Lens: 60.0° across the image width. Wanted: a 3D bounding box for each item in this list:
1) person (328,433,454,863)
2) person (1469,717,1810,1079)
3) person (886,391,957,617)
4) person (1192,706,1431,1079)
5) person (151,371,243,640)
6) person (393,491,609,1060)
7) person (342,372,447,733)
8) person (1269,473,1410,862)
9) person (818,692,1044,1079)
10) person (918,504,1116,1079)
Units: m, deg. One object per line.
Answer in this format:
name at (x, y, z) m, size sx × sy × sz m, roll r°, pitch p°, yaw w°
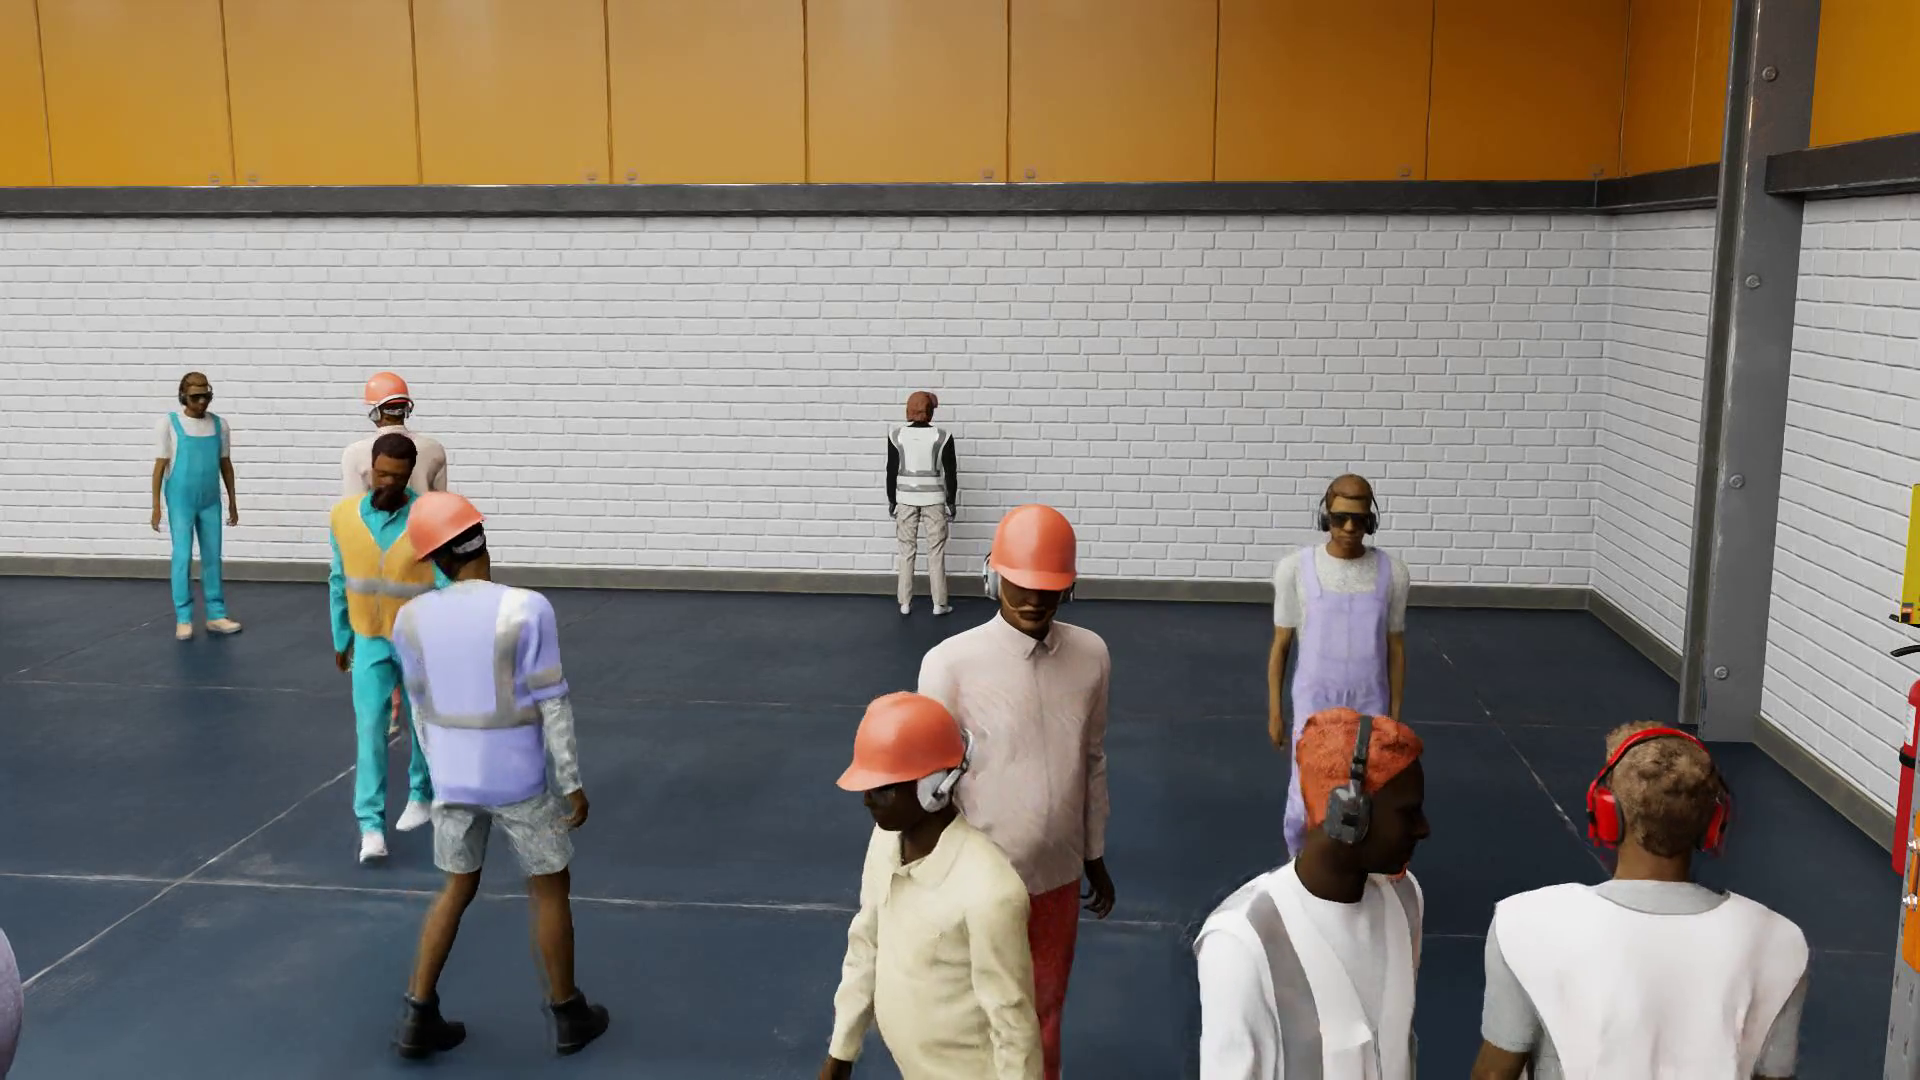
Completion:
person at (-2.488, 0.453, 7.315) m, size 0.623 × 1.862 × 0.932 m, roll 0°, pitch 10°, yaw -2°
person at (1.219, 1.234, 3.007) m, size 0.564 × 1.814 × 0.886 m, roll 0°, pitch 10°, yaw -3°
person at (-0.277, -0.257, 12.038) m, size 0.520 × 1.636 × 0.312 m, roll 2°, pitch 10°, yaw 11°
person at (0.602, 1.220, 2.938) m, size 0.692 × 1.856 × 0.594 m, roll -8°, pitch 13°, yaw -38°
person at (-5.220, -0.230, 11.338) m, size 0.365 × 1.835 × 0.589 m, roll 9°, pitch 13°, yaw 41°
person at (-1.523, 0.781, 5.406) m, size 0.622 × 1.888 × 0.507 m, roll 2°, pitch 10°, yaw 14°
person at (-3.115, 0.065, 9.215) m, size 0.403 × 1.987 × 0.608 m, roll 9°, pitch 13°, yaw 42°
person at (1.442, 0.635, 6.390) m, size 0.516 × 1.827 × 0.636 m, roll 1°, pitch 10°, yaw 4°
person at (-0.123, 1.172, 3.617) m, size 0.825 × 1.712 × 0.562 m, roll -4°, pitch 11°, yaw -22°
person at (0.168, 0.883, 4.502) m, size 0.610 × 1.989 × 0.392 m, roll -6°, pitch 12°, yaw -31°
